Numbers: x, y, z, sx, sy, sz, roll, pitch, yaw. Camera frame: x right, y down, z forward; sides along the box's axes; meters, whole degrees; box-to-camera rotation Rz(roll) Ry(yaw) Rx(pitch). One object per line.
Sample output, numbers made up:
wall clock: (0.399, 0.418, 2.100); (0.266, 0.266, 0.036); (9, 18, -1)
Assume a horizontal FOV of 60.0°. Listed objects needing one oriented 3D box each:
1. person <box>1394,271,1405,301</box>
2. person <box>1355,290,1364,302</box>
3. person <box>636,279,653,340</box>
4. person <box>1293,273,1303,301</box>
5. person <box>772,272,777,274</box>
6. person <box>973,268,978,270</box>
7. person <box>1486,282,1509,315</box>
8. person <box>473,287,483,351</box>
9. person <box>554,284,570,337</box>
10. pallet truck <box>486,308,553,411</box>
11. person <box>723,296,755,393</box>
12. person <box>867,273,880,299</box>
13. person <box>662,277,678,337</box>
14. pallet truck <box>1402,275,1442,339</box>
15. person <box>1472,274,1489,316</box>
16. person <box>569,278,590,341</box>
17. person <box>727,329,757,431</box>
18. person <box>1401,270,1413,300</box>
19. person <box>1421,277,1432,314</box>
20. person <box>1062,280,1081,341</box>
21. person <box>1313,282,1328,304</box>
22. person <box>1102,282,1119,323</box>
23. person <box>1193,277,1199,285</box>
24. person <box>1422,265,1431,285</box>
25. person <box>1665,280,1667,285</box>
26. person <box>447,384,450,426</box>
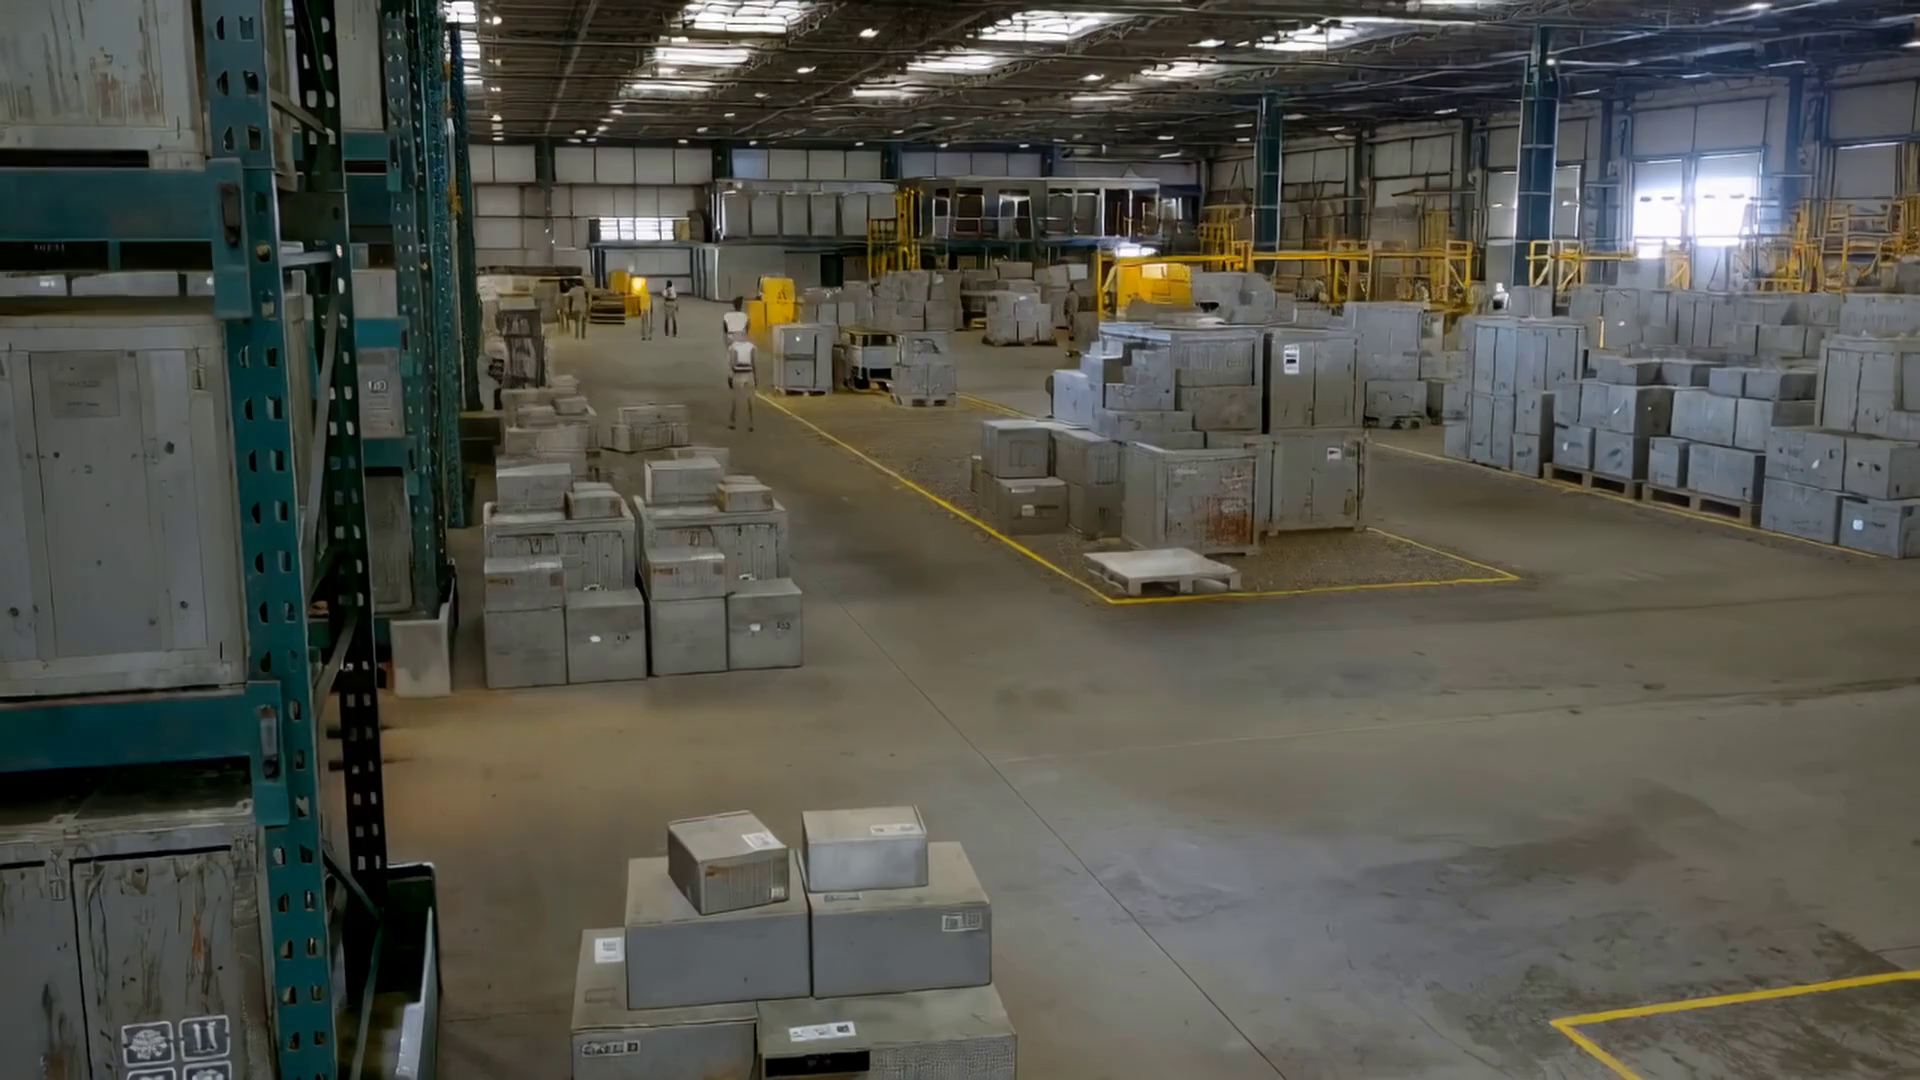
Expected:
person: (17.122, -9.497, 64.640); (0.529, 1.928, 0.655); (0, 10, -1)
person: (9.181, -4.813, 38.282); (0.577, 1.867, 0.437); (-4, 11, -20)
person: (-9.678, -7.058, 51.018); (0.534, 1.863, 0.315); (-3, 10, -14)
person: (13.280, -9.589, 65.412); (0.429, 1.845, 0.621); (1, 10, 6)
person: (-6.908, -9.072, 62.312); (0.561, 1.903, 0.870); (-7, 12, -35)
person: (0.721, -11.725, 77.396); (0.355, 1.883, 0.575); (-1, 10, -6)
person: (14.735, -6.126, 45.625); (0.588, 1.905, 0.759); (2, 10, 14)
person: (-13.099, -6.006, 44.561); (0.536, 2.000, 0.683); (3, 11, 18)
person: (-12.655, -7.323, 53.011); (0.533, 1.694, 0.320); (0, 10, 1)
pallet truck: (-6.242, -2.418, 24.362); (0.823, 1.965, 1.885); (1, 10, 3)
person: (-4.361, -3.853, 32.832); (0.603, 1.876, 0.909); (2, 10, 14)
person: (-3.126, -8.698, 60.140); (0.596, 1.921, 0.385); (-9, 13, -40)
person: (-9.177, -7.335, 52.501); (0.561, 1.891, 0.932); (2, 10, 11)
pallet truck: (14.620, -7.324, 52.145); (0.823, 1.965, 1.885); (8, 13, 40)
person: (18.463, -8.485, 58.984); (0.600, 1.896, 0.809); (2, 10, 10)
person: (-11.652, -7.064, 50.928); (0.613, 1.916, 1.015); (-2, 10, -13)
person: (-3.414, -2.508, 26.013); (0.533, 1.584, 0.879); (-5, 11, -27)
person: (19.723, -11.027, 73.602); (0.639, 1.830, 0.429); (-4, 11, -21)
person: (15.142, -7.621, 54.014); (0.370, 1.934, 0.627); (7, 12, 33)
person: (3.401, -7.021, 50.845); (0.559, 1.852, 0.410); (-6, 12, -31)
person: (11.969, -7.725, 55.302); (0.531, 1.689, 0.322); (7, 12, 35)
person: (4.567, -6.893, 50.245); (0.542, 1.801, 0.924); (2, 10, 12)
person: (9.085, -9.240, 63.855); (0.503, 1.690, 0.922); (5, 11, 24)
person: (21.906, -11.897, 78.050); (0.623, 1.992, 0.395); (-9, 13, -40)
person: (21.071, -6.875, 49.895); (0.551, 1.908, 0.850); (2, 10, 9)
person: (-6.348, -1.583, 20.082); (0.429, 1.844, 0.627); (7, 12, 35)
